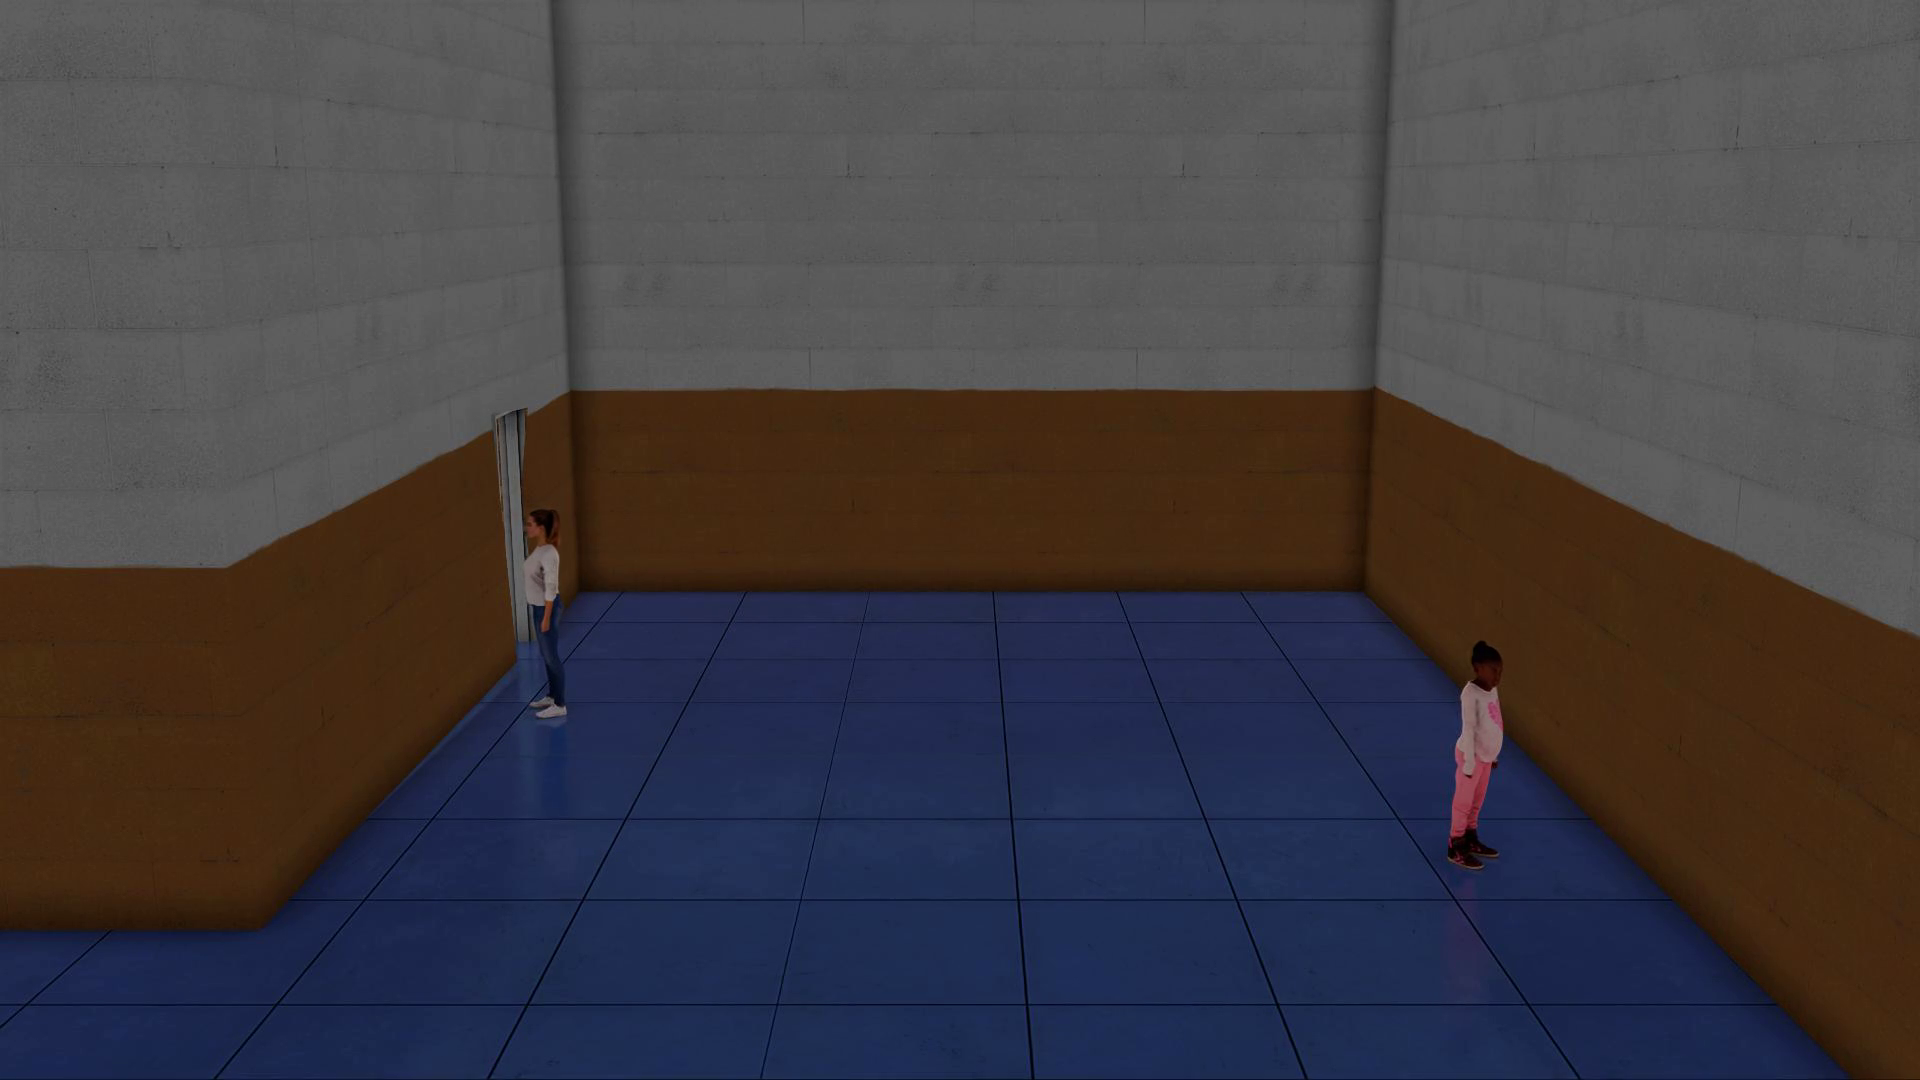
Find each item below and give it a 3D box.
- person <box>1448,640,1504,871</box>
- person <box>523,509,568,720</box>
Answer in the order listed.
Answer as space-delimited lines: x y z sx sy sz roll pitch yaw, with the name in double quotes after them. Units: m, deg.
3.297 1.350 10.652 0.667 1.454 0.620 10 16 40 "person"
-3.380 0.590 13.617 0.646 1.719 0.676 -4 13 -20 "person"
